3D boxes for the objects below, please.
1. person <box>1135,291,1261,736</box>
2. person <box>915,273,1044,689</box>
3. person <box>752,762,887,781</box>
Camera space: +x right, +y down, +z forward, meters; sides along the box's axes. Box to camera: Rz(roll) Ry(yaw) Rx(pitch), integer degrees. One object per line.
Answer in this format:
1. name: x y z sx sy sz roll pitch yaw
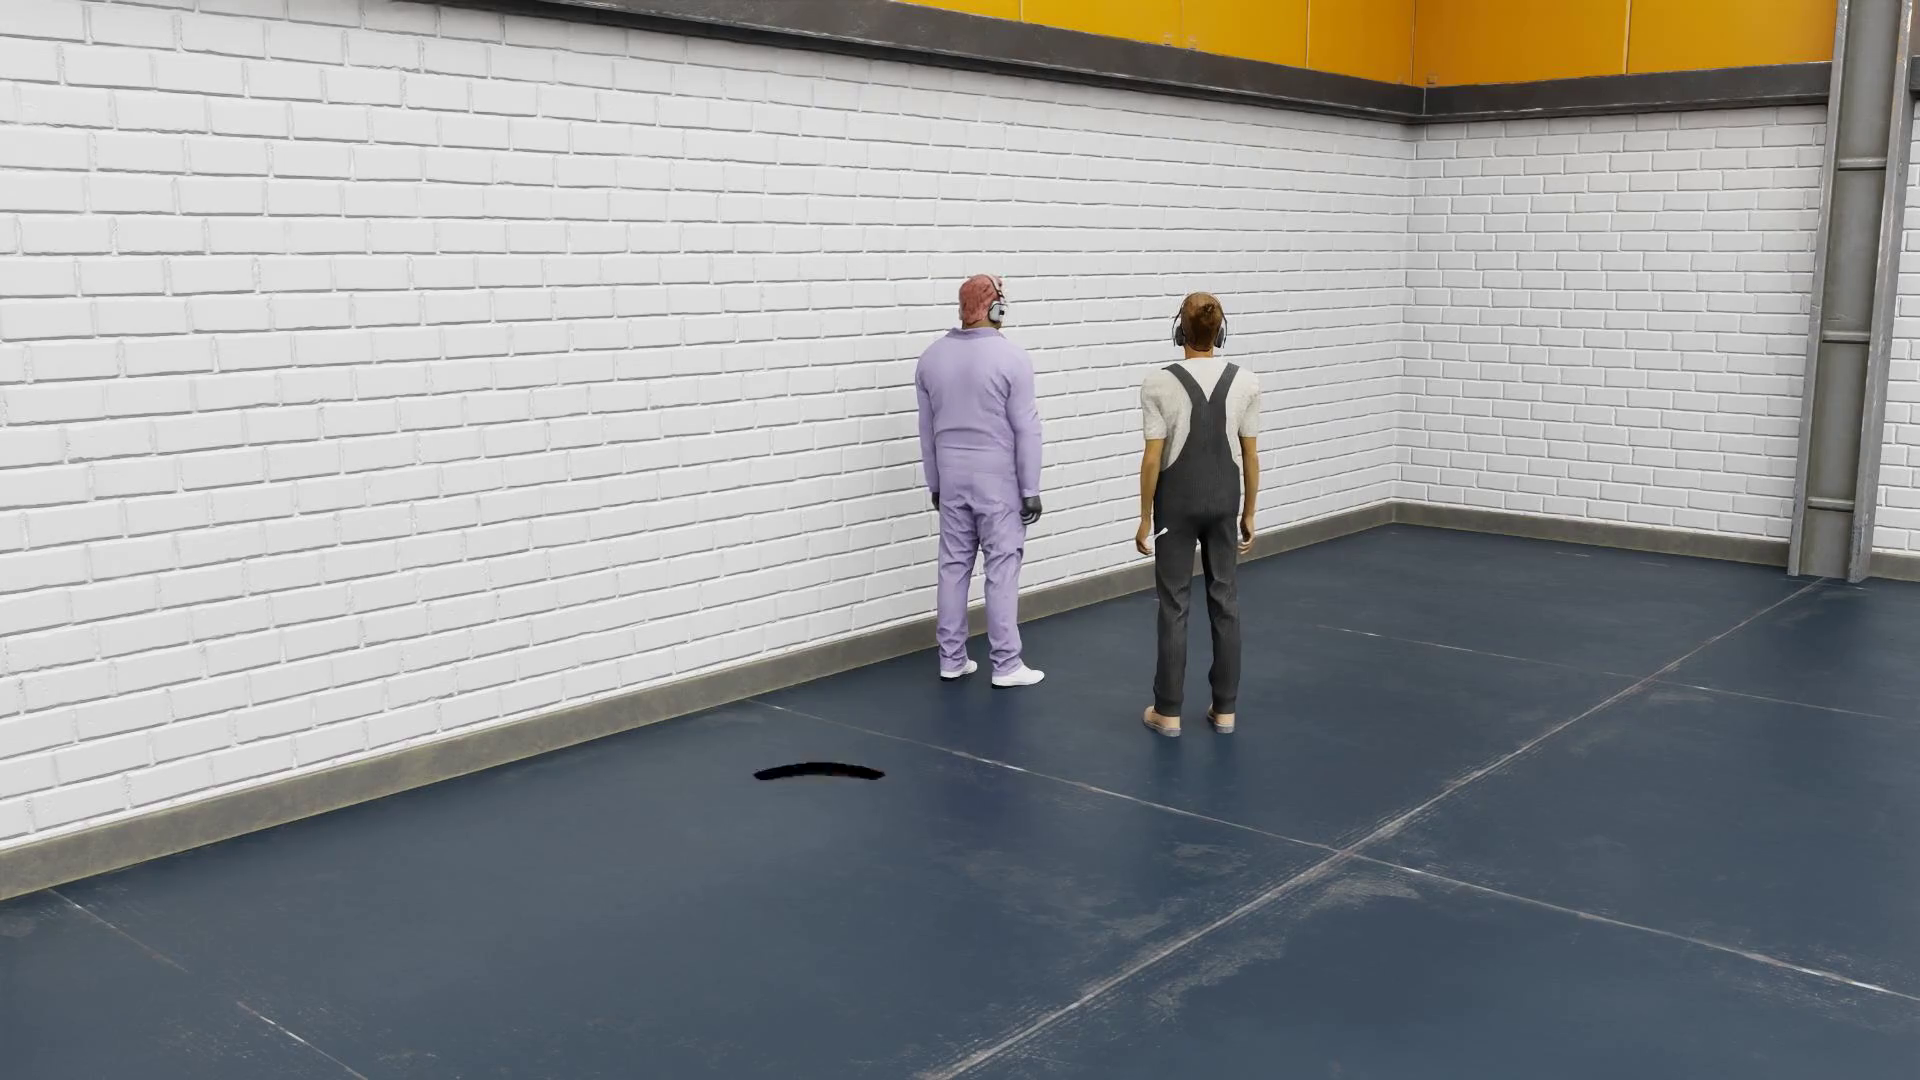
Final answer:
1. person: 0.983 -0.100 6.907 0.514 1.845 0.338 -2 10 -9
2. person: 0.114 -0.267 7.681 0.643 1.909 0.410 7 12 34
3. person: -0.091 0.934 0.878 0.557 1.904 0.940 0 10 0
